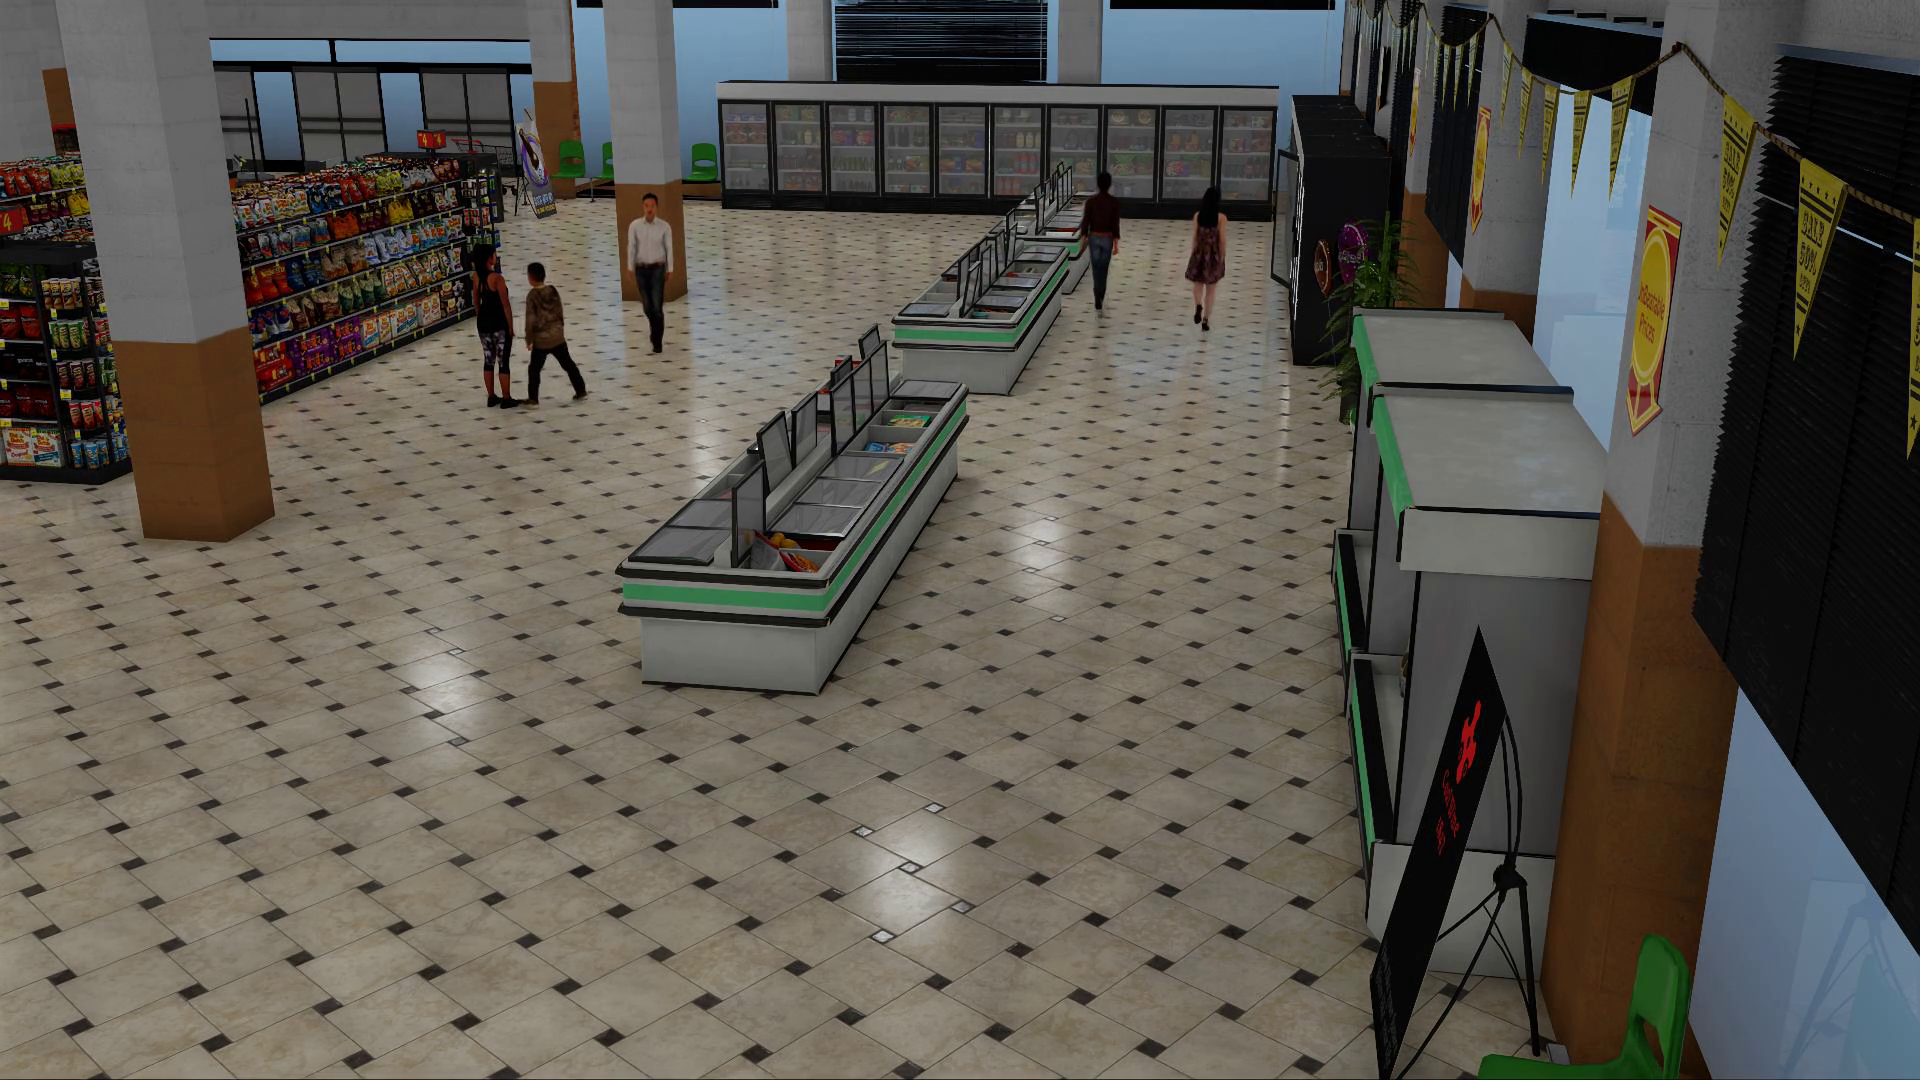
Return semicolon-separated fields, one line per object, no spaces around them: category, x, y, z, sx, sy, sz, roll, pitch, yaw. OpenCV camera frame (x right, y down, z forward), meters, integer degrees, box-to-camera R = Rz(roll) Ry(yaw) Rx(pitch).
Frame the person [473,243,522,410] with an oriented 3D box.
person;-4.661;-2.150;16.620;0.632;1.660;0.601;9;21;26

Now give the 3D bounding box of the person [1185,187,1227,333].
person;2.948;-3.322;19.949;0.671;1.754;0.911;5;19;15

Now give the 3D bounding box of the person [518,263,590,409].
person;-4.151;-2.036;16.646;0.942;1.428;0.834;17;25;41

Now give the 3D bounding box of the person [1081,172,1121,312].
person;1.808;-3.776;21.332;0.742;1.731;1.194;1;19;4

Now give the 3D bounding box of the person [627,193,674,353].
person;-3.570;-3.092;19.230;0.817;1.777;1.211;0;19;0
